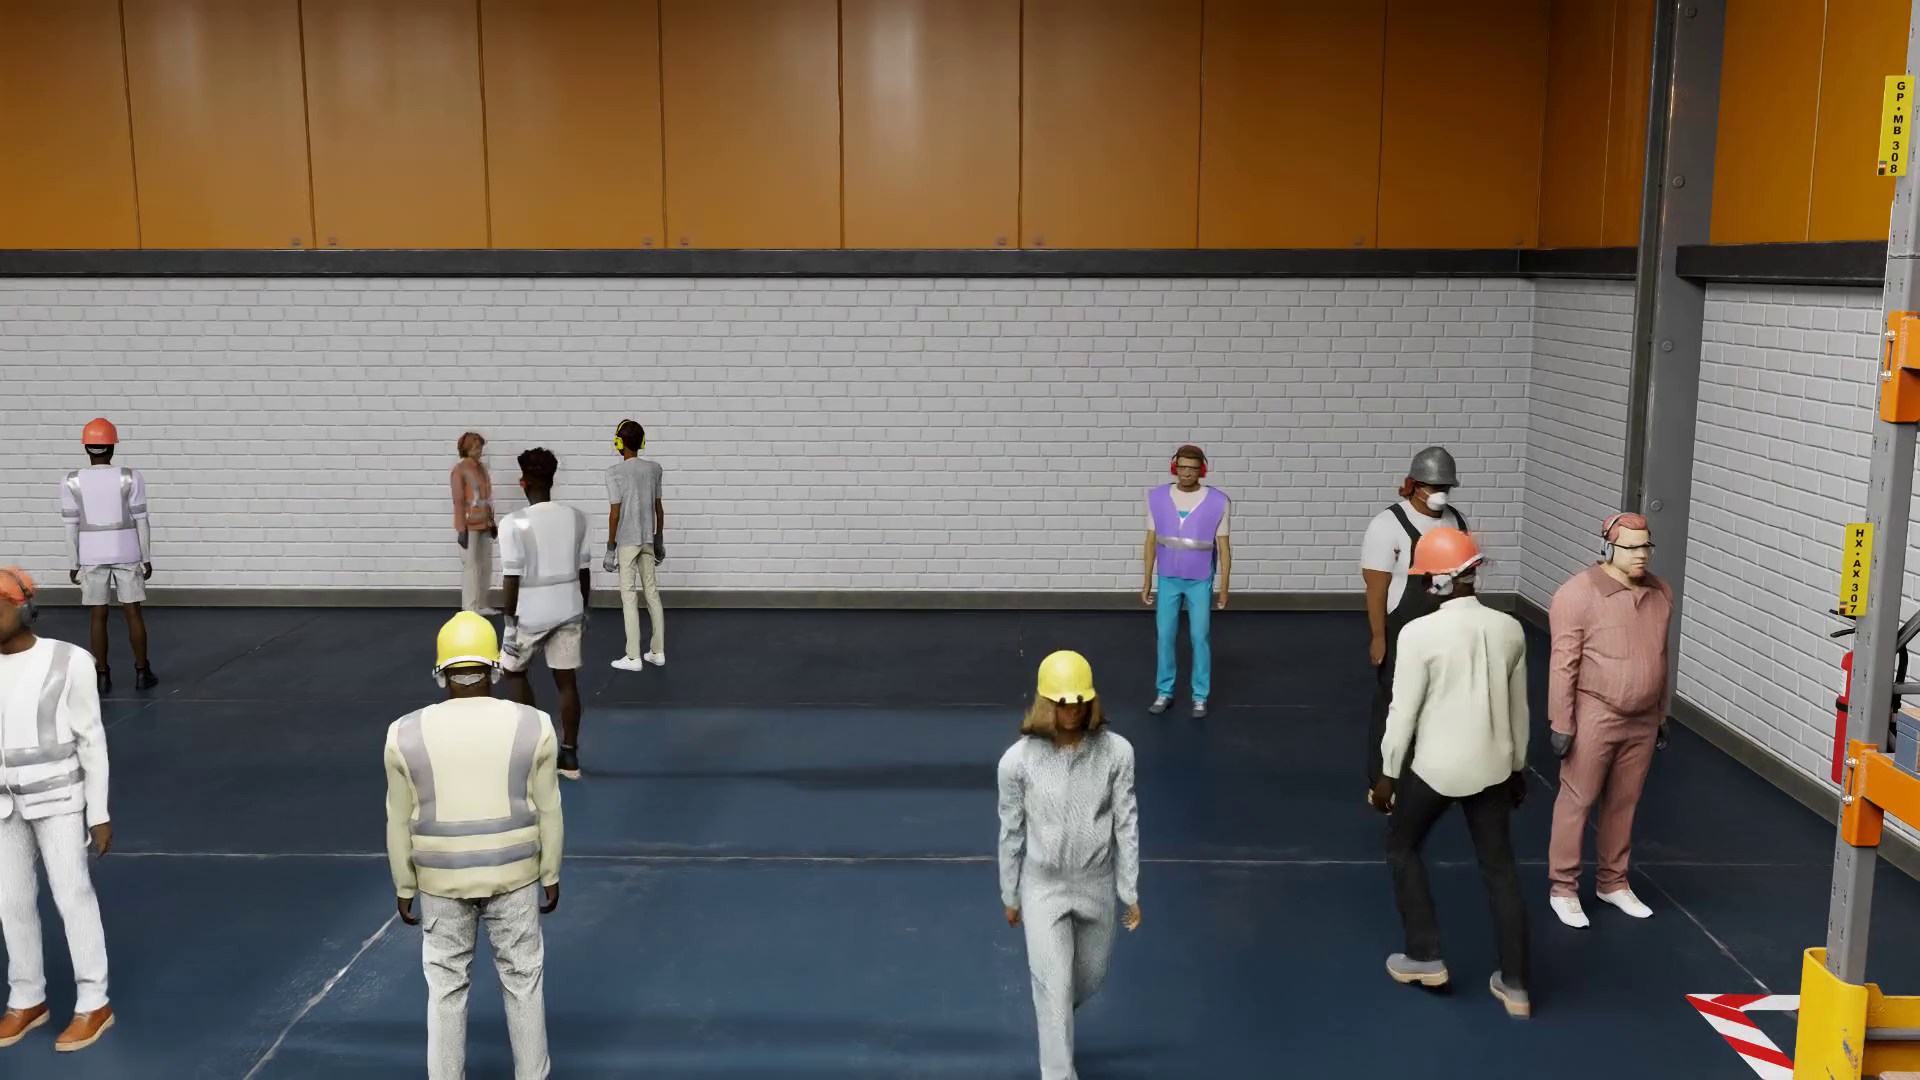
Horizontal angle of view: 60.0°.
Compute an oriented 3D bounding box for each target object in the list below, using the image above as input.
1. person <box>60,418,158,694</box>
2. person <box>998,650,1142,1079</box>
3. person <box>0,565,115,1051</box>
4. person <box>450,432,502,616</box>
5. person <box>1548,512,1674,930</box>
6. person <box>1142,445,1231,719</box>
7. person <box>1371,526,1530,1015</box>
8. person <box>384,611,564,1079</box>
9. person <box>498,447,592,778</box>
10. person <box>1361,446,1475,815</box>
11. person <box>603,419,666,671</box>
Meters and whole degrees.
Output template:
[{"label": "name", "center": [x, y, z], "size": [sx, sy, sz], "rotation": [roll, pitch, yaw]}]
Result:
[{"label": "person", "center": [-5.981, 0.113, 11.701], "size": [0.542, 1.939, 0.369], "rotation": [-4, 10, -20]}, {"label": "person", "center": [0.362, 1.198, 5.871], "size": [0.486, 1.716, 0.799], "rotation": [-2, 10, -12]}, {"label": "person", "center": [-3.564, 1.026, 6.405], "size": [0.603, 1.883, 0.341], "rotation": [1, 9, 3]}, {"label": "person", "center": [-4.061, -0.106, 14.009], "size": [0.313, 1.616, 0.665], "rotation": [2, 10, 11]}, {"label": "person", "center": [2.987, 0.816, 7.591], "size": [0.651, 1.906, 0.403], "rotation": [-3, 10, -20]}, {"label": "person", "center": [1.518, 0.269, 11.087], "size": [0.576, 1.837, 0.395], "rotation": [4, 10, 21]}, {"label": "person", "center": [2.031, 0.930, 6.753], "size": [0.703, 1.947, 0.642], "rotation": [-4, 10, -21]}, {"label": "person", "center": [-1.686, 1.155, 5.821], "size": [0.591, 1.823, 0.405], "rotation": [-2, 10, -14]}, {"label": "person", "center": [-2.463, 0.425, 9.786], "size": [0.582, 1.945, 0.647], "rotation": [9, 13, 44]}, {"label": "person", "center": [2.562, 0.490, 9.136], "size": [0.688, 2.000, 0.536], "rotation": [-4, 10, -25]}, {"label": "person", "center": [-2.422, 0.038, 12.361], "size": [0.309, 1.868, 0.535], "rotation": [9, 13, 42]}]
